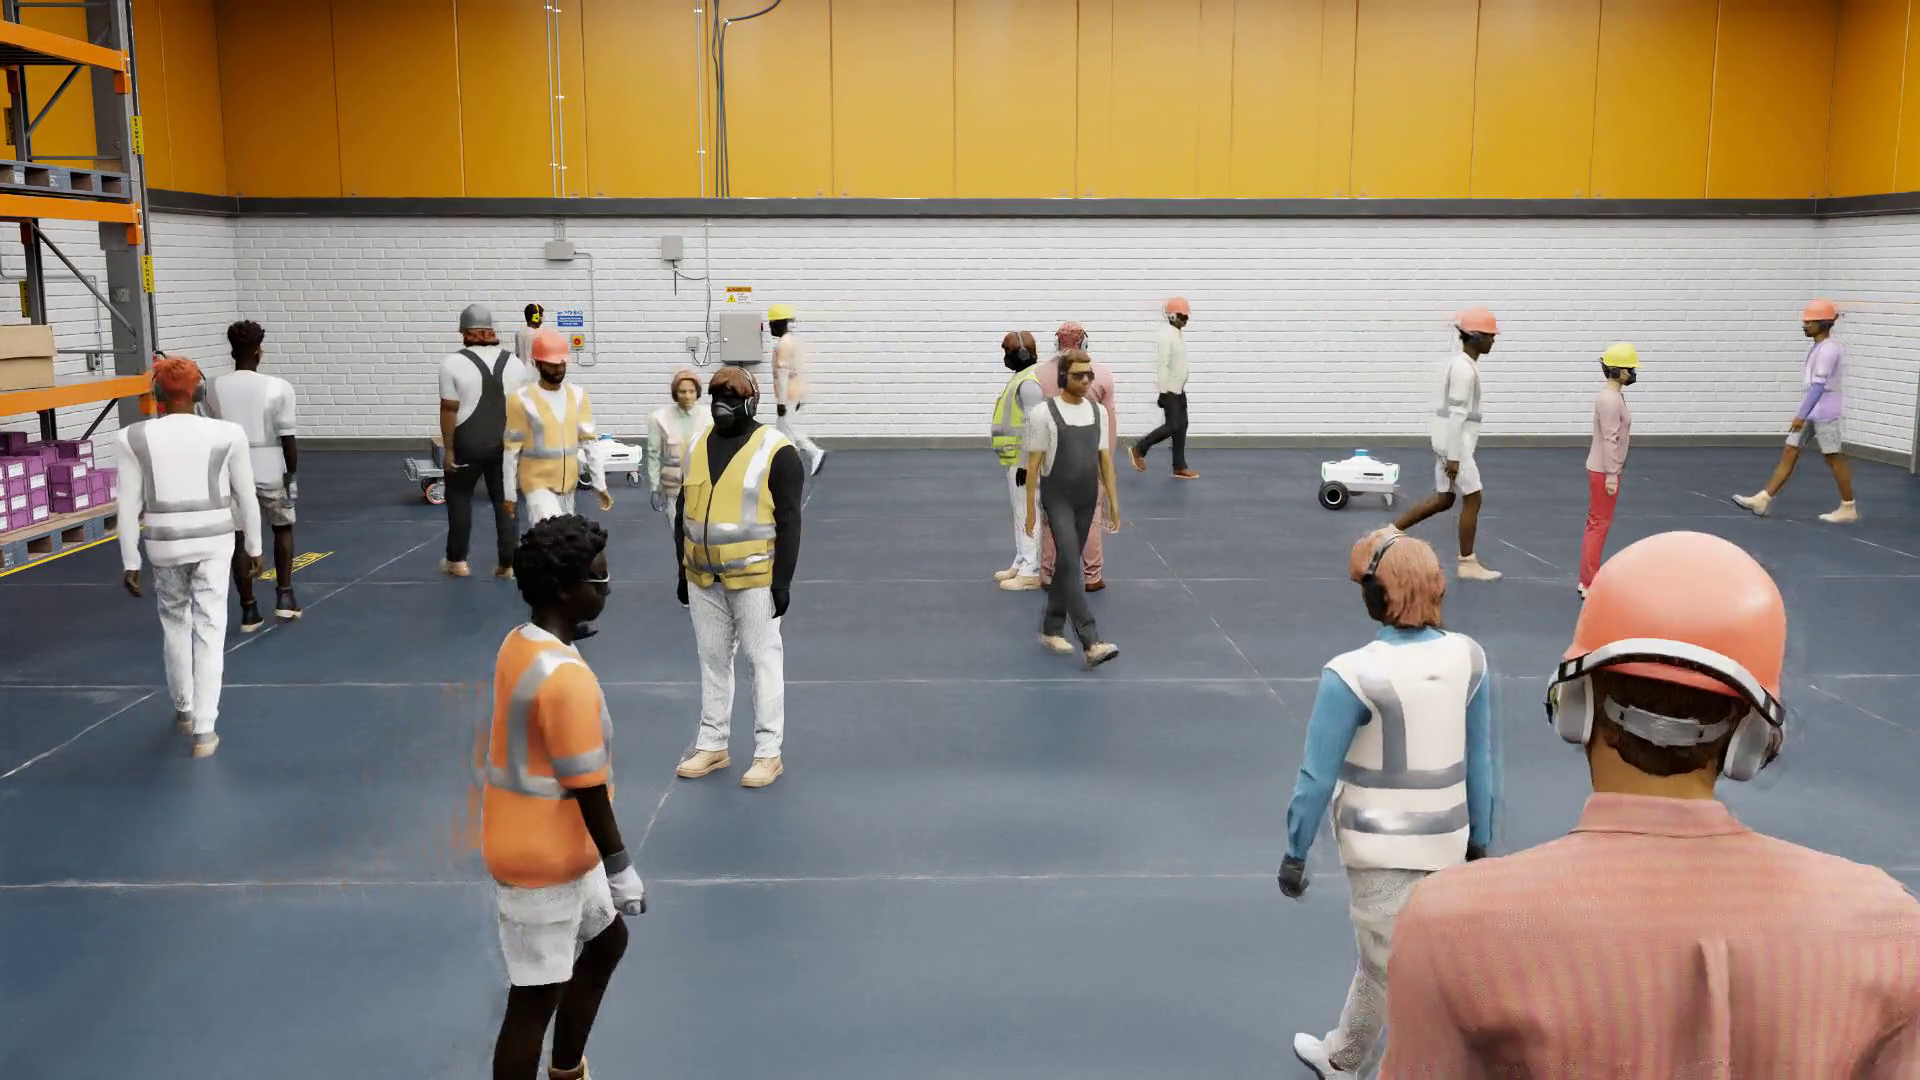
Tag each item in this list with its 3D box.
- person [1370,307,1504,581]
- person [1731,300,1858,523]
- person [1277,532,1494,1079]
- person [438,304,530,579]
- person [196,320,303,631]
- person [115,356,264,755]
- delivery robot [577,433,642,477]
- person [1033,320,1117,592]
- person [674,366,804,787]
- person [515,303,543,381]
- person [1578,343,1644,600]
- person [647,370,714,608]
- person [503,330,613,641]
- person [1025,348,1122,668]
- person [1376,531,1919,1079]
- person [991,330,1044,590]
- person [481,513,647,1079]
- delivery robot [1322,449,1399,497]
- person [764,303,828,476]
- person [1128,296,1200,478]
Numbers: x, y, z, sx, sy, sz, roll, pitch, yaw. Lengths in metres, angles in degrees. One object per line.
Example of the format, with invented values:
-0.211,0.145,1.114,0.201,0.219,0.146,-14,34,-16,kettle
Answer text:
3.505,-0.699,12.148,0.878,2.009,0.611,2,9,13,person
7.560,-1.140,14.857,1.068,1.981,0.614,2,10,14,person
1.034,0.773,4.265,0.545,1.602,0.782,-5,11,-30,person
-3.553,-0.740,12.249,0.704,2.000,0.843,-8,12,-40,person
-4.487,-0.414,10.541,0.625,1.946,0.637,-2,10,-13,person
-3.671,0.045,7.994,0.600,1.850,0.872,-3,10,-18,person
-3.661,-0.862,17.255,0.707,0.478,0.477,-3,10,-16,delivery robot
0.779,-0.579,11.675,0.639,1.909,0.409,1,9,7,person
-0.999,0.159,7.340,0.627,1.847,0.429,4,10,25,person
-5.005,-1.838,19.528,0.519,1.864,0.335,7,12,36,person
4.452,-0.459,11.370,0.327,1.767,0.533,3,10,18,person
-1.778,-0.296,10.883,0.519,1.602,0.816,-1,9,-5,person
-2.432,-0.326,10.154,0.930,1.888,0.556,8,12,40,person
0.706,-0.176,9.498,0.539,1.805,0.906,-6,11,-32,person
0.764,0.975,1.949,0.633,1.965,0.462,-1,9,-4,person
0.433,-0.567,11.813,0.429,1.839,0.623,0,9,-3,person
-0.962,0.772,4.090,0.520,1.676,0.525,-3,10,-19,person
3.788,-0.614,15.737,0.707,0.478,0.477,2,9,14,delivery robot
-1.761,-1.526,17.447,0.585,1.913,0.596,0,9,2,person
2.239,-1.641,17.988,0.676,1.977,0.623,4,10,23,person
